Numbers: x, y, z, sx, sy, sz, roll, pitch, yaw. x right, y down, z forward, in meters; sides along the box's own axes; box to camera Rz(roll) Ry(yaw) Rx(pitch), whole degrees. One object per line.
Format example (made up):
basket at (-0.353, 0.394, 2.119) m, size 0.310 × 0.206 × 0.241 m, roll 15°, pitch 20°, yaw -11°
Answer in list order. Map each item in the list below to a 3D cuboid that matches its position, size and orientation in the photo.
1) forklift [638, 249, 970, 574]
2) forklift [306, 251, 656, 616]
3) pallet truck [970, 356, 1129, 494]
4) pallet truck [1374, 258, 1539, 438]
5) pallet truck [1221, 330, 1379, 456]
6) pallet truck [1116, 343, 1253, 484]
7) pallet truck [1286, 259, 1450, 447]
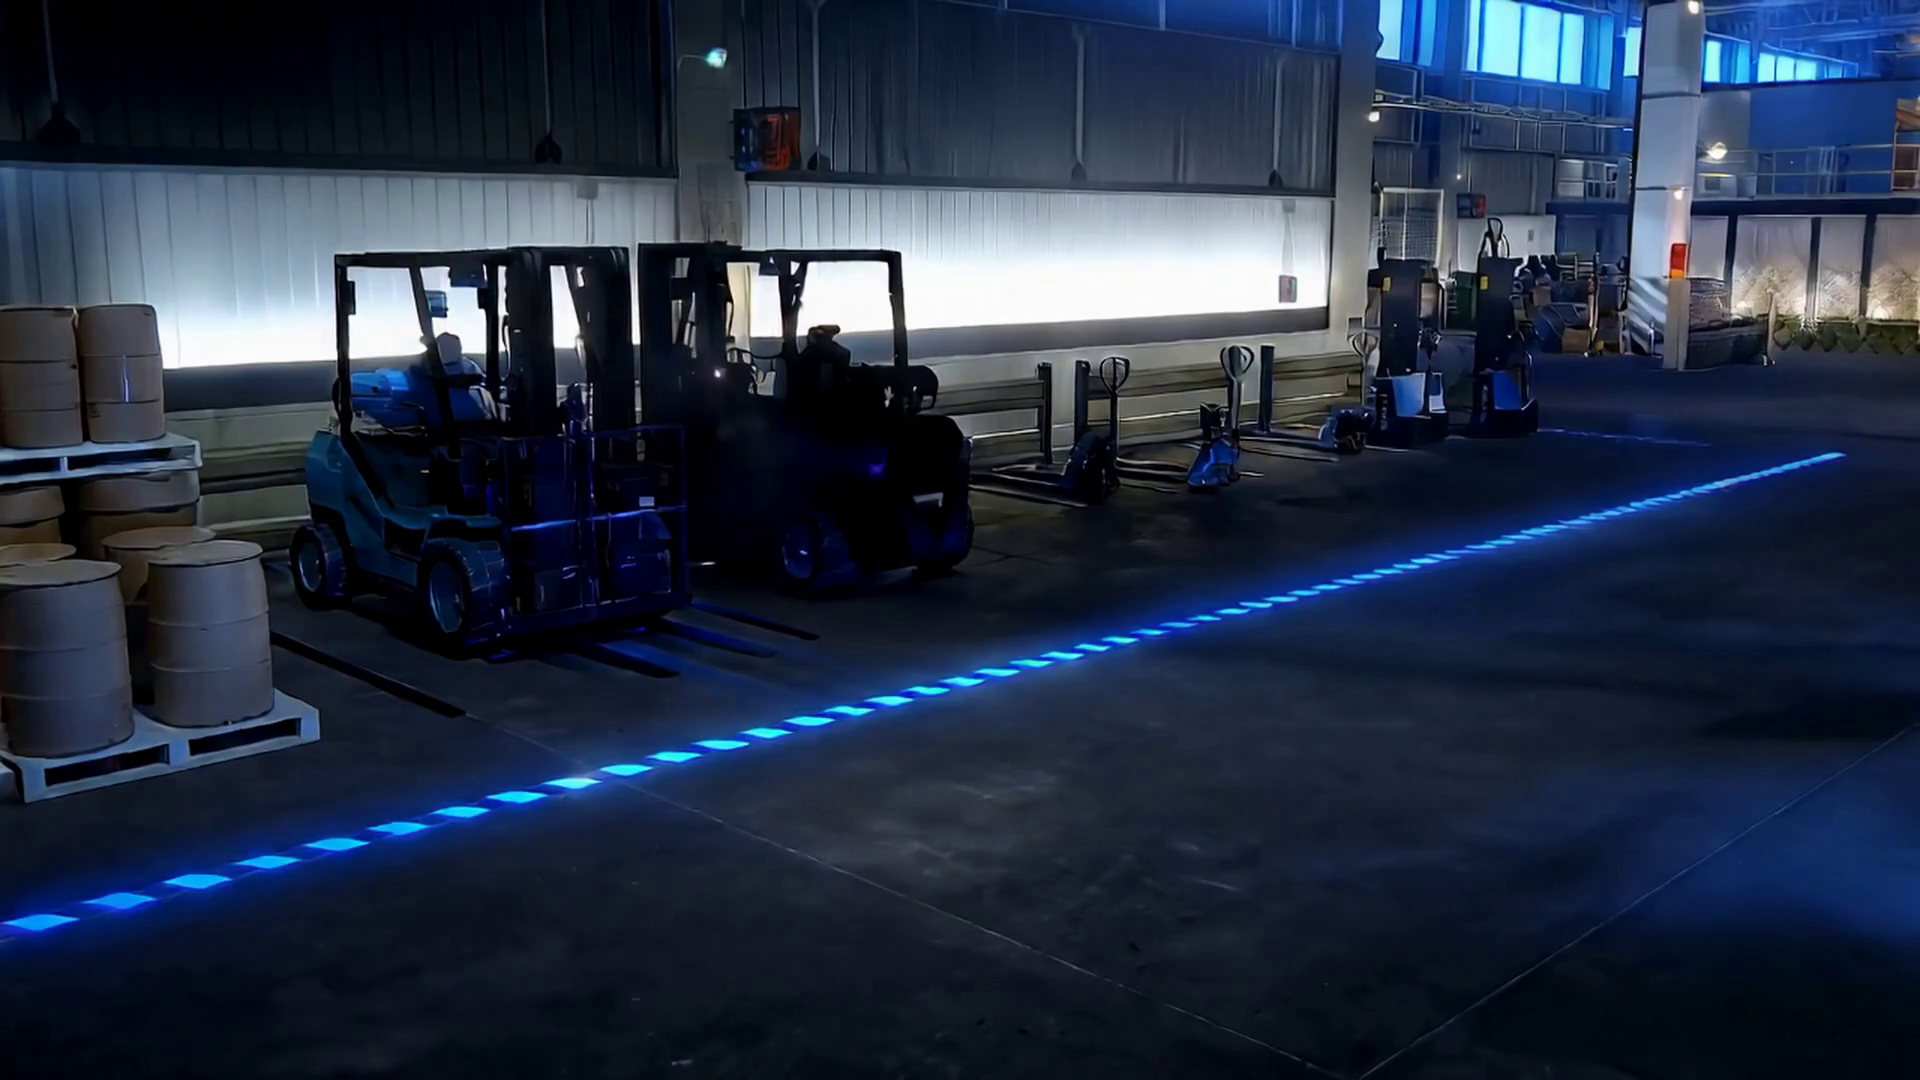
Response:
forklift at (-1.173, -0.958, 11.239) m, size 2.680 × 1.987 × 1.157 m, roll 10°, pitch 14°, yaw 43°
forklift at (-2.833, -0.669, 9.694) m, size 1.157 × 1.987 × 2.680 m, roll -10°, pitch 14°, yaw -44°
pallet truck at (0.784, -1.085, 14.876) m, size 0.680 × 1.201 × 1.601 m, roll -10°, pitch 14°, yaw -44°
pallet truck at (5.704, -2.208, 18.901) m, size 1.885 × 1.965 × 0.823 m, roll 10°, pitch 14°, yaw 43°
pallet truck at (3.563, -1.581, 17.381) m, size 0.653 × 1.274 × 1.630 m, roll -10°, pitch 14°, yaw -44°
pallet truck at (1.962, -1.215, 15.415) m, size 1.522 × 1.261 × 0.704 m, roll 10°, pitch 14°, yaw 43°
pallet truck at (4.493, -2.078, 18.196) m, size 0.823 × 1.965 × 1.885 m, roll -9°, pitch 14°, yaw -40°
